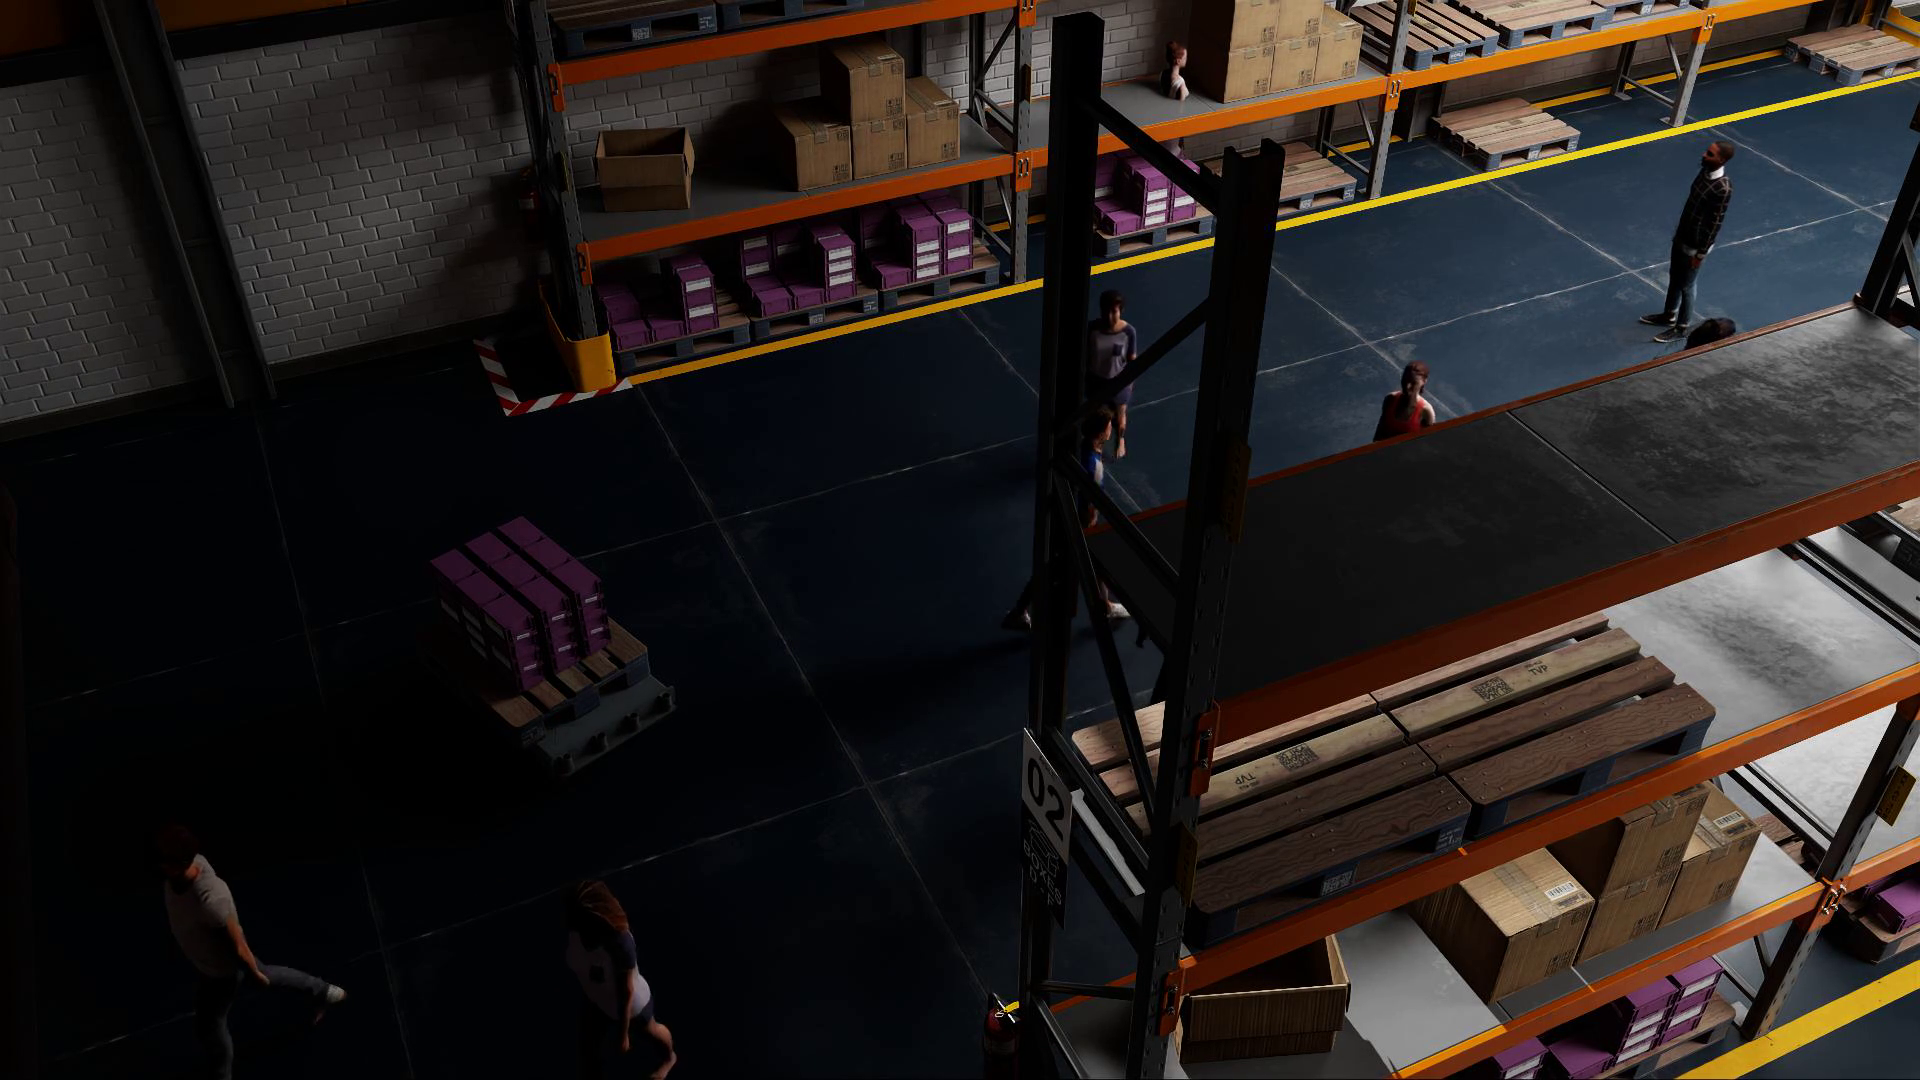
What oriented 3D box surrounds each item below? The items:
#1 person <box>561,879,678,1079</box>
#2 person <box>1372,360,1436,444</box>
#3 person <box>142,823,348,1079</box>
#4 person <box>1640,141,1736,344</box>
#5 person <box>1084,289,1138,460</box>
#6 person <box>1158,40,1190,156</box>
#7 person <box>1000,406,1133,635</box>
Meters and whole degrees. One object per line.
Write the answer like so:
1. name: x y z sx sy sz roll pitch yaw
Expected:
1. person: -1.646 2.232 8.297 0.922 1.692 1.093 23 44 26
2. person: 3.111 -0.548 11.737 0.697 1.742 0.796 29 47 31
3. person: -3.652 2.044 8.400 1.286 1.856 0.874 -28 46 -30
4. person: 6.281 -2.560 14.194 0.703 1.821 0.737 -1 39 -1
5. person: 1.150 -1.286 12.813 0.686 1.553 0.745 13 40 15
6. person: 1.984 -3.907 15.902 0.507 1.793 0.558 -14 41 -17
7. person: 0.692 -0.062 11.066 1.226 1.821 0.720 -12 40 -15
